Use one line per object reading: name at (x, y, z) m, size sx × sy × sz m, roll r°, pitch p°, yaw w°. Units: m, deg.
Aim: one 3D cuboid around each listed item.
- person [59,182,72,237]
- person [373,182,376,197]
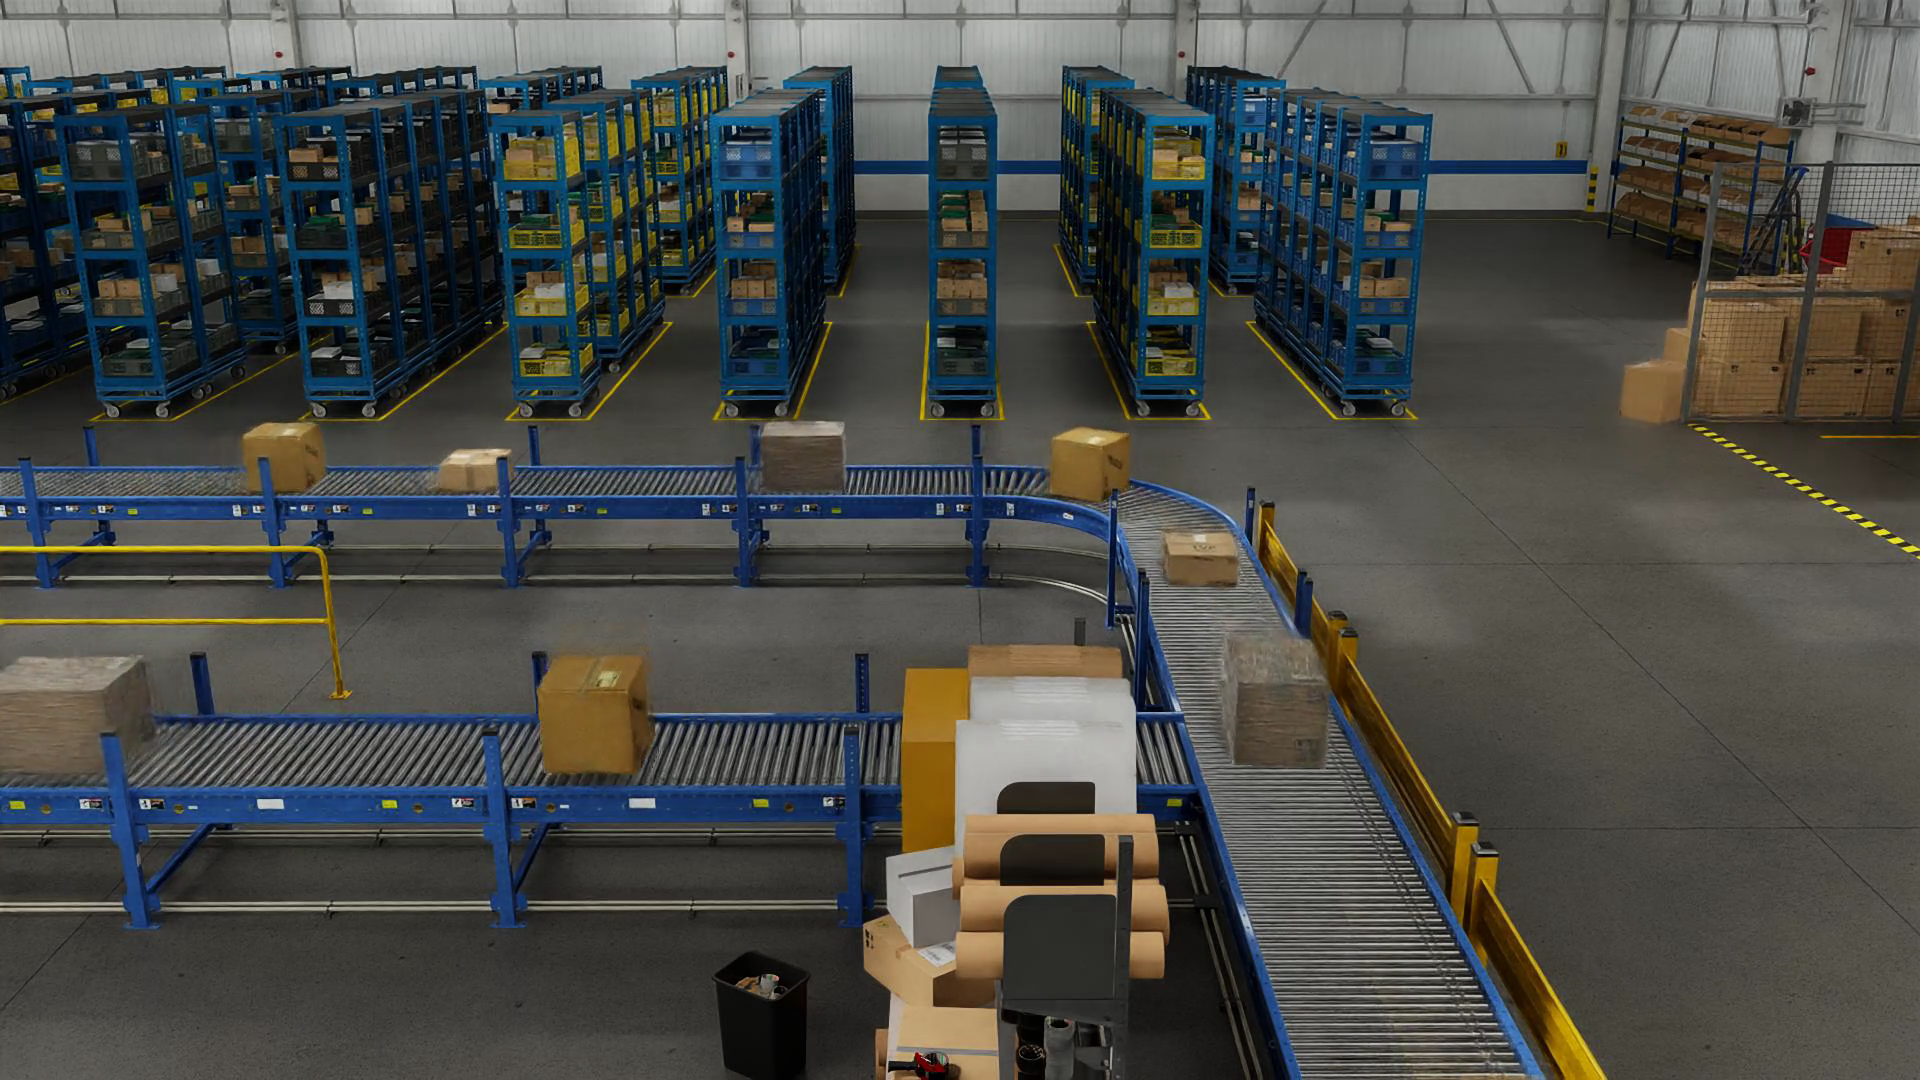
person at (-16.907, -6.076, 31.508) m, size 0.616 × 1.769 × 0.913 m, roll 0°, pitch 18°, yaw 0°
person at (-12.447, -7.519, 35.841) m, size 0.442 × 1.827 × 0.575 m, roll 6°, pitch 19°, yaw 17°
